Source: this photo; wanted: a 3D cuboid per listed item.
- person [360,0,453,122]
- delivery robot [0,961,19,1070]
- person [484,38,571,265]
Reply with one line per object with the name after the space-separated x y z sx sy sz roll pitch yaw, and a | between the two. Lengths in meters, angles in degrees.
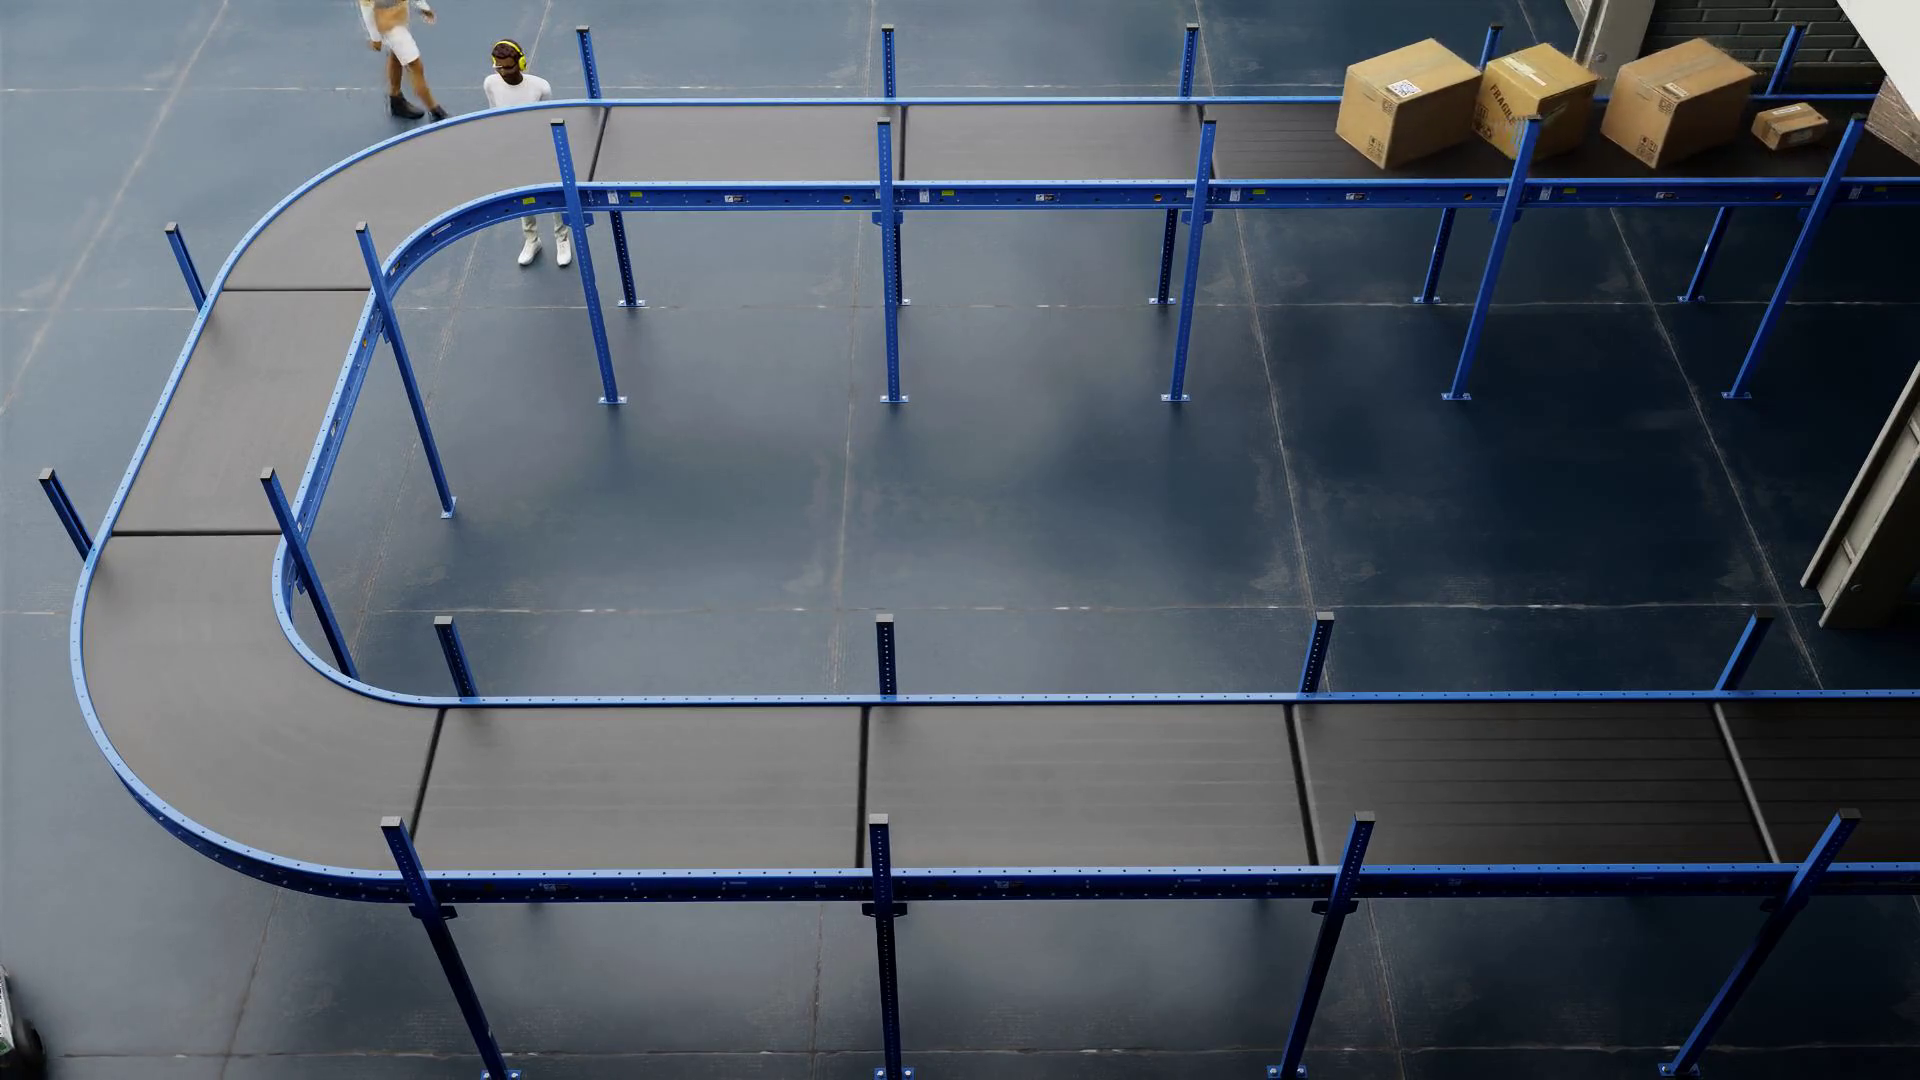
-4.471 -4.220 13.914 0.878 1.900 0.568 9 48 8 | person
-5.011 2.361 8.646 0.477 0.478 0.707 -22 51 -20 | delivery robot
-3.165 -2.844 12.653 0.520 1.873 0.335 4 47 3 | person
